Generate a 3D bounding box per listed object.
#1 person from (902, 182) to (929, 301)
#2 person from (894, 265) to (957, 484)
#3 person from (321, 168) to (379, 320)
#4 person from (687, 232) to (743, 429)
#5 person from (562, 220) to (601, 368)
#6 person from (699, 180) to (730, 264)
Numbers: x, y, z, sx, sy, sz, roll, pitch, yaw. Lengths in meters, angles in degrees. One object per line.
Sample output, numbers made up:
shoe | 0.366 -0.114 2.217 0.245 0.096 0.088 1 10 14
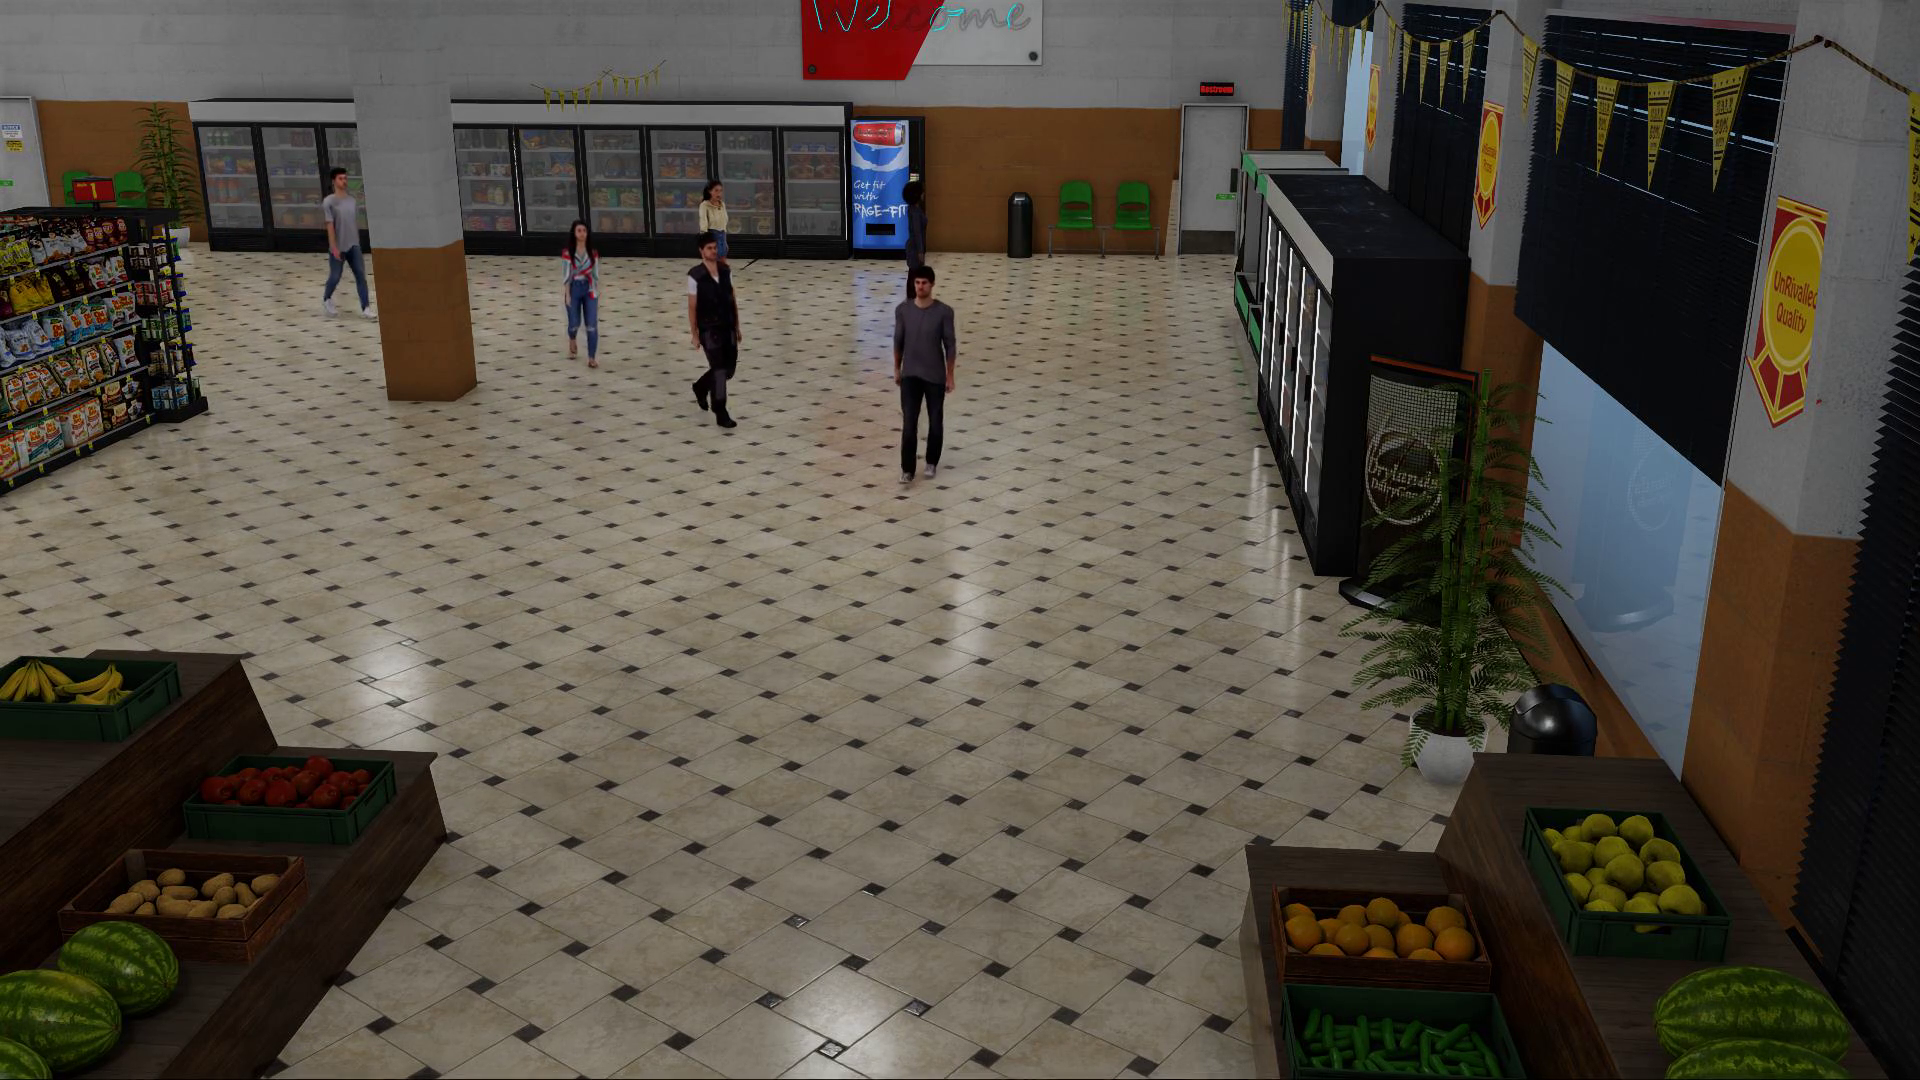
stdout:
person | -0.563 -3.631 20.881 0.693 1.711 0.551 -3 19 -9
person | -0.284 -1.420 14.142 0.737 1.828 0.945 3 19 8
person | -7.764 -3.678 20.798 1.141 1.853 1.228 14 23 35
person | -2.379 -2.012 15.898 1.080 1.828 1.069 17 25 42
person | -4.209 -2.729 18.391 0.859 1.594 1.057 -8 20 -21
person | -3.210 -3.885 21.762 0.783 1.631 0.653 12 22 32
